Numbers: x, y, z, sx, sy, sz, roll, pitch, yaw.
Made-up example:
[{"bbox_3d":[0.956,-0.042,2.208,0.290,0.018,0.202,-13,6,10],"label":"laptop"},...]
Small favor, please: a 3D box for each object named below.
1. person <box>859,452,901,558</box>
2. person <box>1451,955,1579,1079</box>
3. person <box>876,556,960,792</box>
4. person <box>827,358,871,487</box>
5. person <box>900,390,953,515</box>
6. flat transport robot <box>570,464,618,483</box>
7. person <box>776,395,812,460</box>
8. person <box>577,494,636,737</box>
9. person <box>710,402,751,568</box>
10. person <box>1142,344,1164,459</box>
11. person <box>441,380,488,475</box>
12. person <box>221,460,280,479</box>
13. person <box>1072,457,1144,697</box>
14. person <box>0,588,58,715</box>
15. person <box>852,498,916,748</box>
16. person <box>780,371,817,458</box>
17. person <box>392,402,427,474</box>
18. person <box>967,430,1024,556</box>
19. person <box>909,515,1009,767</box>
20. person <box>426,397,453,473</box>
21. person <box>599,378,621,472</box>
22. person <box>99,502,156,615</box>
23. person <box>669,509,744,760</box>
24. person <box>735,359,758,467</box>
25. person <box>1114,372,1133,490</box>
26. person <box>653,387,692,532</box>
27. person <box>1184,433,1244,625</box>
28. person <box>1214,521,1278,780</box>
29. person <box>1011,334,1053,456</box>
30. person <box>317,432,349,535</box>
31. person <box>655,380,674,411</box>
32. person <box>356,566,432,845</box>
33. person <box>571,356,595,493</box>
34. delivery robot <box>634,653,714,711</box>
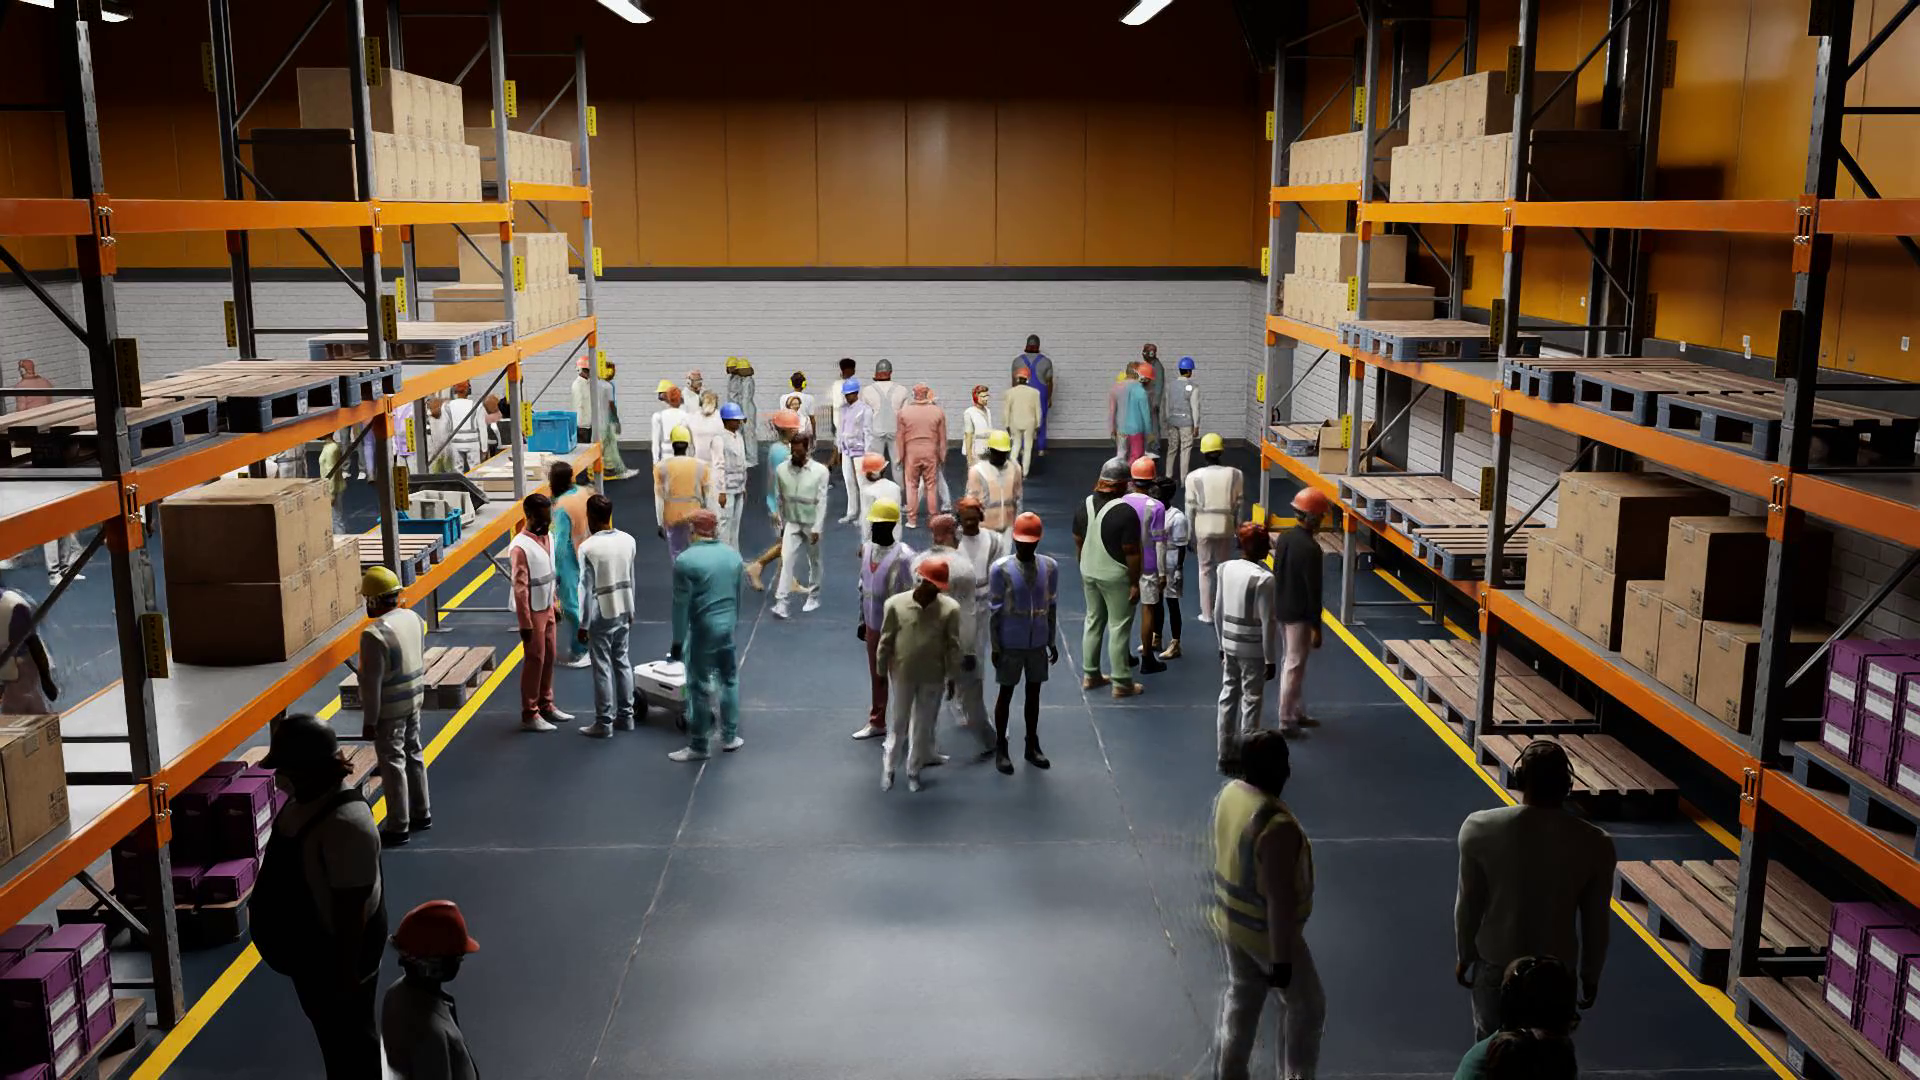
[{"bbox_3d":[-0.799,-0.016,16.487,0.404,1.736,0.593,5,12,25],"label":"person"},{"bbox_3d":[1.669,2.160,5.068,0.379,1.937,0.629,11,15,43],"label":"person"},{"bbox_3d":[-0.291,0.948,11.716,0.588,1.707,0.416,-1,11,-5],"label":"person"},{"bbox_3d":[-1.722,-1.748,24.708,0.996,1.924,0.618,-8,14,-35],"label":"person"},{"bbox_3d":[-0.480,-1.157,22.244,0.799,1.709,0.585,-1,11,-4],"label":"person"},{"bbox_3d":[-5.791,-1.088,25.541,0.652,0.197,1.431,-6,13,-28],"label":"flat transport robot"},{"bbox_3d":[-2.224,-1.119,22.242,0.515,1.645,0.308,-7,13,-30],"label":"person"},{"bbox_3d":[-2.751,0.591,13.010,0.402,1.909,0.599,6,13,29],"label":"person"},{"bbox_3d":[-2.589,-0.584,18.797,0.387,1.948,0.601,4,12,17],"label":"person"},{"bbox_3d":[3.115,-2.282,27.414,0.404,1.906,0.652,-3,12,-14],"label":"person"},{"bbox_3d":[-6.576,-1.216,22.120,0.584,1.882,0.337,-1,11,-6],"label":"person"},{"bbox_3d":[-7.215,-0.172,17.005,0.560,1.838,0.392,-6,13,-29],"label":"person"},{"bbox_3d":[1.317,0.297,14.143,0.536,2.000,0.688,-10,15,-40],"label":"person"},{"bbox_3d":[-6.542,0.953,11.514,0.566,1.785,0.953,9,14,38],"label":"person"},{"bbox_3d":[-0.574,0.626,12.770,0.587,1.930,0.356,11,16,43],"label":"person"},{"bbox_3d":[-2.242,-1.407,23.120,0.523,1.870,0.317,1,11,7],"label":"person"},{"bbox_3d":[-7.089,-1.142,21.351,0.608,2.045,0.369,7,13,33],"label":"person"},{"bbox_3d":[0.356,-0.186,16.924,0.587,1.903,0.501,-5,12,-24],"label":"person"},{"bbox_3d":[-0.017,0.742,12.395,0.723,1.849,0.915,11,16,43],"label":"person"},{"bbox_3d":[-6.913,-1.103,22.213,0.522,1.610,0.436,10,15,41],"label":"person"},{"bbox_3d":[-5.531,-1.907,25.916,0.325,1.752,0.563,5,12,25],"label":"person"},{"bbox_3d":[-8.443,-0.144,16.854,0.374,1.840,0.571,7,13,32],"label":"person"},{"bbox_3d":[-1.912,0.710,12.535,0.401,1.873,0.718,8,14,36],"label":"person"},{"bbox_3d":[-3.417,-2.030,26.586,0.324,1.737,0.485,1,11,3],"label":"person"},{"bbox_3d":[2.439,-1.610,24.488,0.324,1.731,0.492,-9,15,-40],"label":"person"},{"bbox_3d":[-3.623,-1.053,21.425,0.582,1.831,0.950,1,11,6],"label":"person"},{"bbox_3d":[2.508,-0.104,16.484,0.608,1.907,0.448,-1,11,-5],"label":"person"},{"bbox_3d":[2.073,0.798,12.028,0.352,1.881,0.576,-7,13,-31],"label":"person"},{"bbox_3d":[1.218,-2.426,27.797,0.687,2.000,0.536,2,11,9],"label":"person"},{"bbox_3d":[-7.246,-0.561,19.166,0.340,1.761,0.524,-4,12,-18],"label":"person"},{"bbox_3d":[-4.015,-1.321,22.948,0.328,1.769,0.526,-1,11,-7],"label":"person"},{"bbox_3d":[-3.700,1.070,10.827,0.404,1.825,0.599,2,12,11],"label":"person"},{"bbox_3d":[-5.451,-1.682,24.192,0.392,1.991,0.613,0,11,1],"label":"person"},{"bbox_3d":[-2.302,1.152,13.360,0.707,0.478,0.477,11,15,42],"label":"delivery robot"}]
